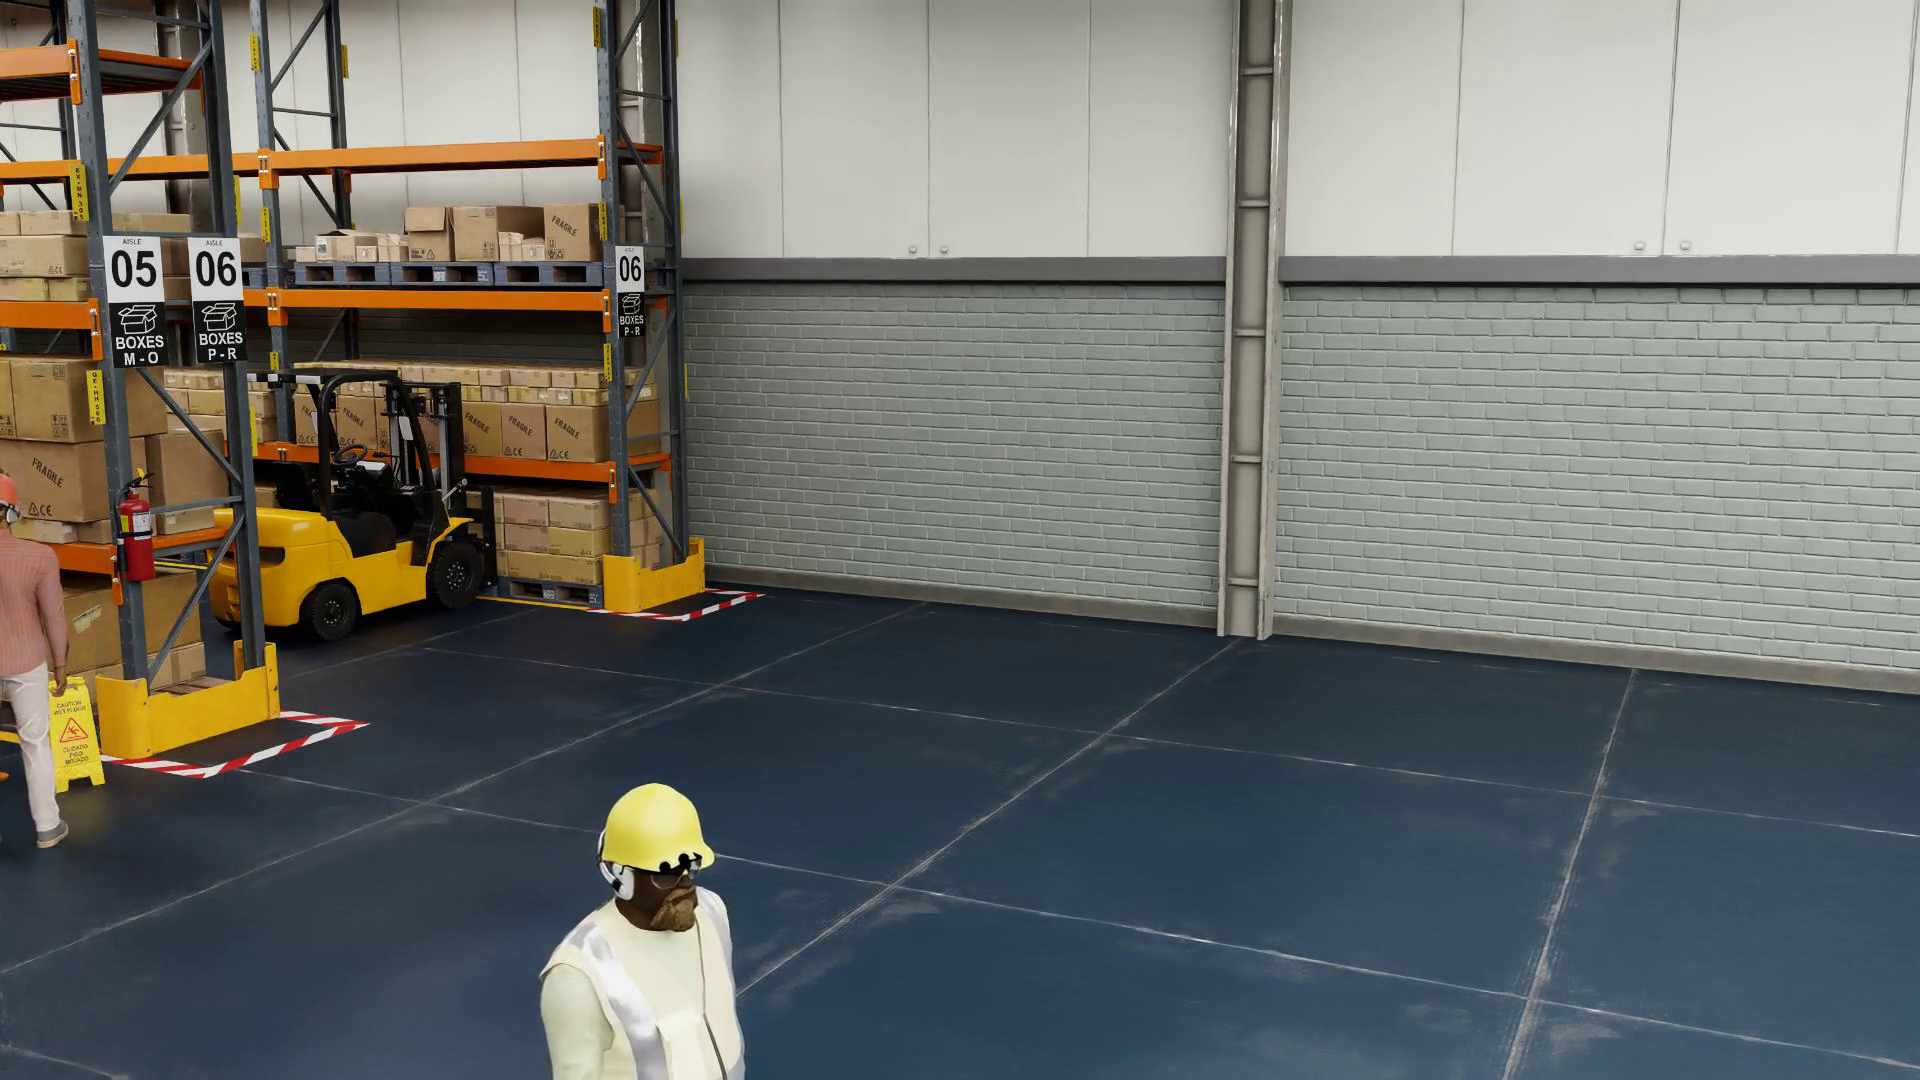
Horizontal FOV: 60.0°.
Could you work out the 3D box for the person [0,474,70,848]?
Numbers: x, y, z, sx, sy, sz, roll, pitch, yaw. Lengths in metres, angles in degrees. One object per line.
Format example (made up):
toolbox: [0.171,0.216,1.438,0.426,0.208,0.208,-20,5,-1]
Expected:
person: [-4.978,0.639,8.674,0.611,1.986,0.402,-4,10,-23]

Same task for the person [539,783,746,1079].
person: [-0.723,1.472,4.034,0.404,1.830,0.603,5,11,28]
